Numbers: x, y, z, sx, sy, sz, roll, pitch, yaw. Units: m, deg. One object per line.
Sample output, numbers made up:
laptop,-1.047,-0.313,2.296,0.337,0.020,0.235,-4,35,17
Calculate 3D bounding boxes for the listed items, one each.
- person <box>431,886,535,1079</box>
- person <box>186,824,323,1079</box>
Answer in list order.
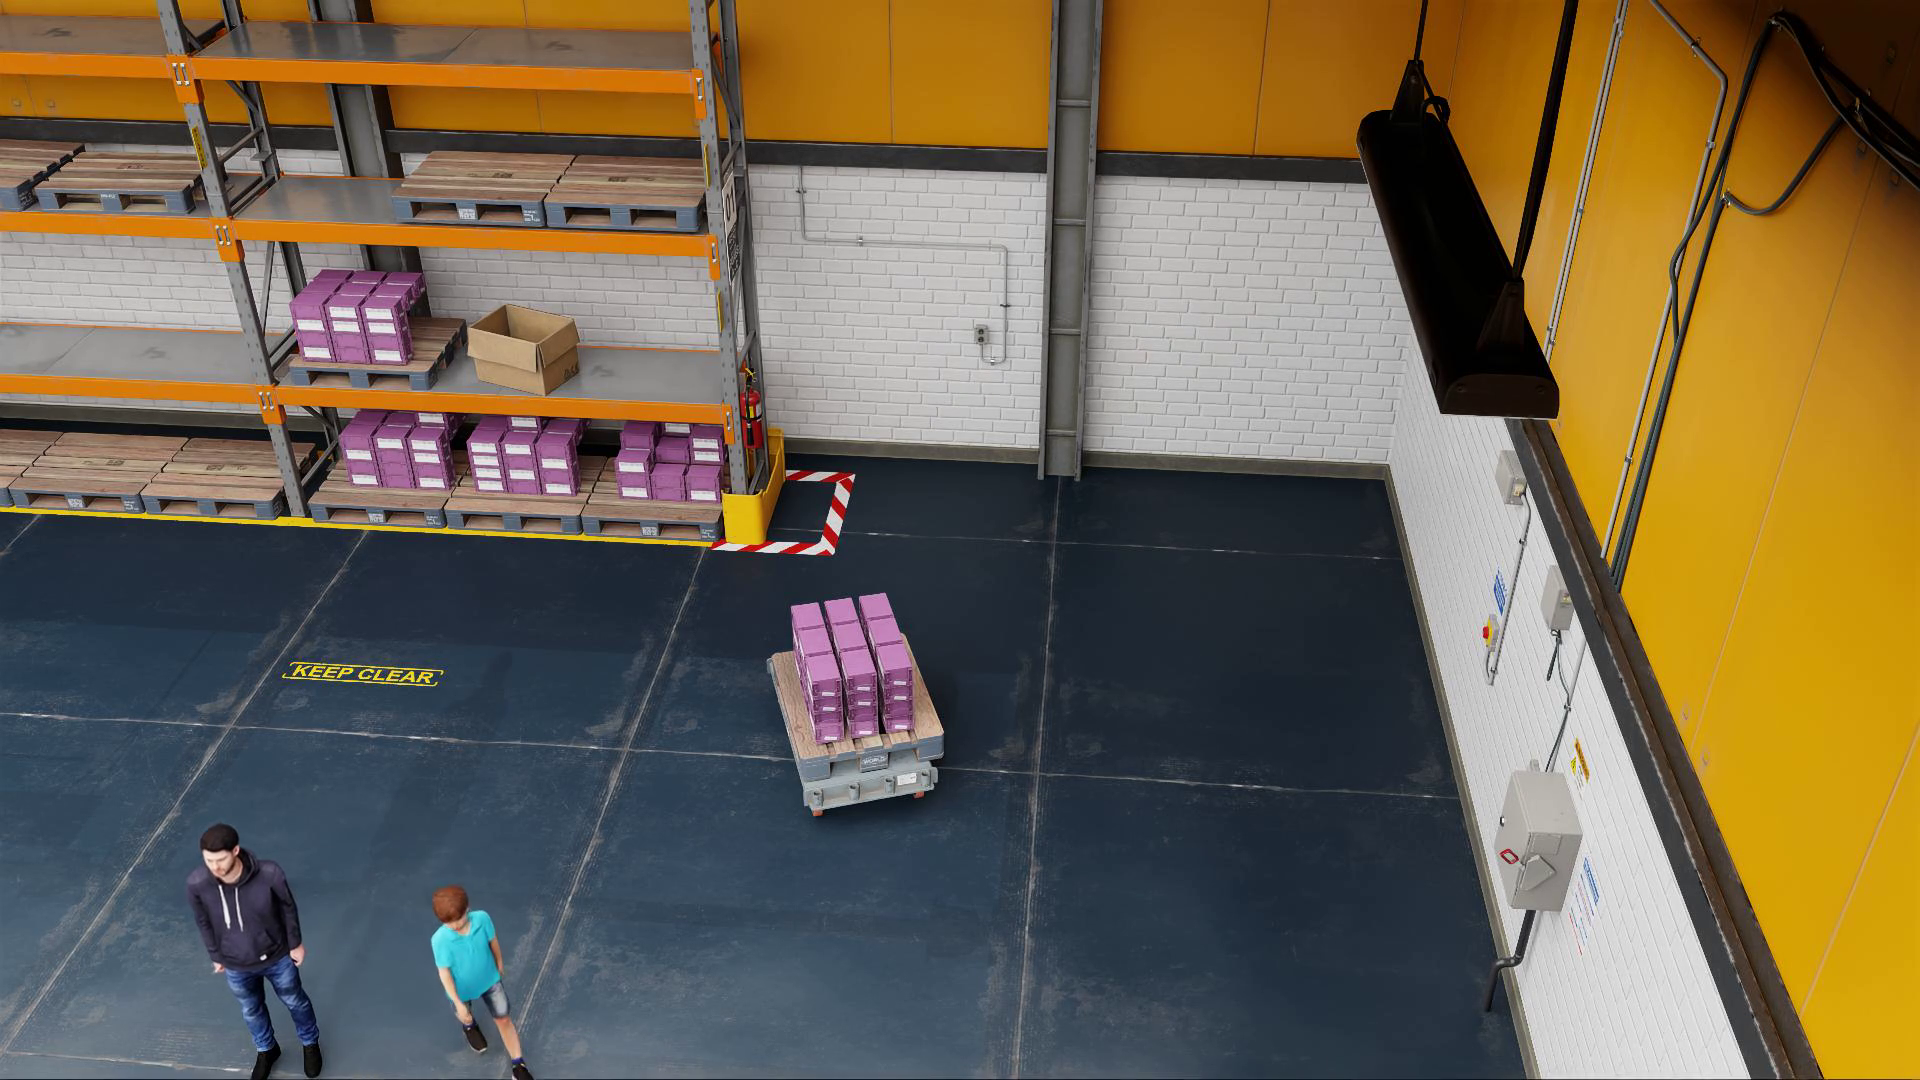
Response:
person,-2.819,2.455,9.465,0.953,1.405,0.980,-23,40,-30
person,-3.924,2.280,9.288,0.600,1.893,0.784,-5,34,-8
